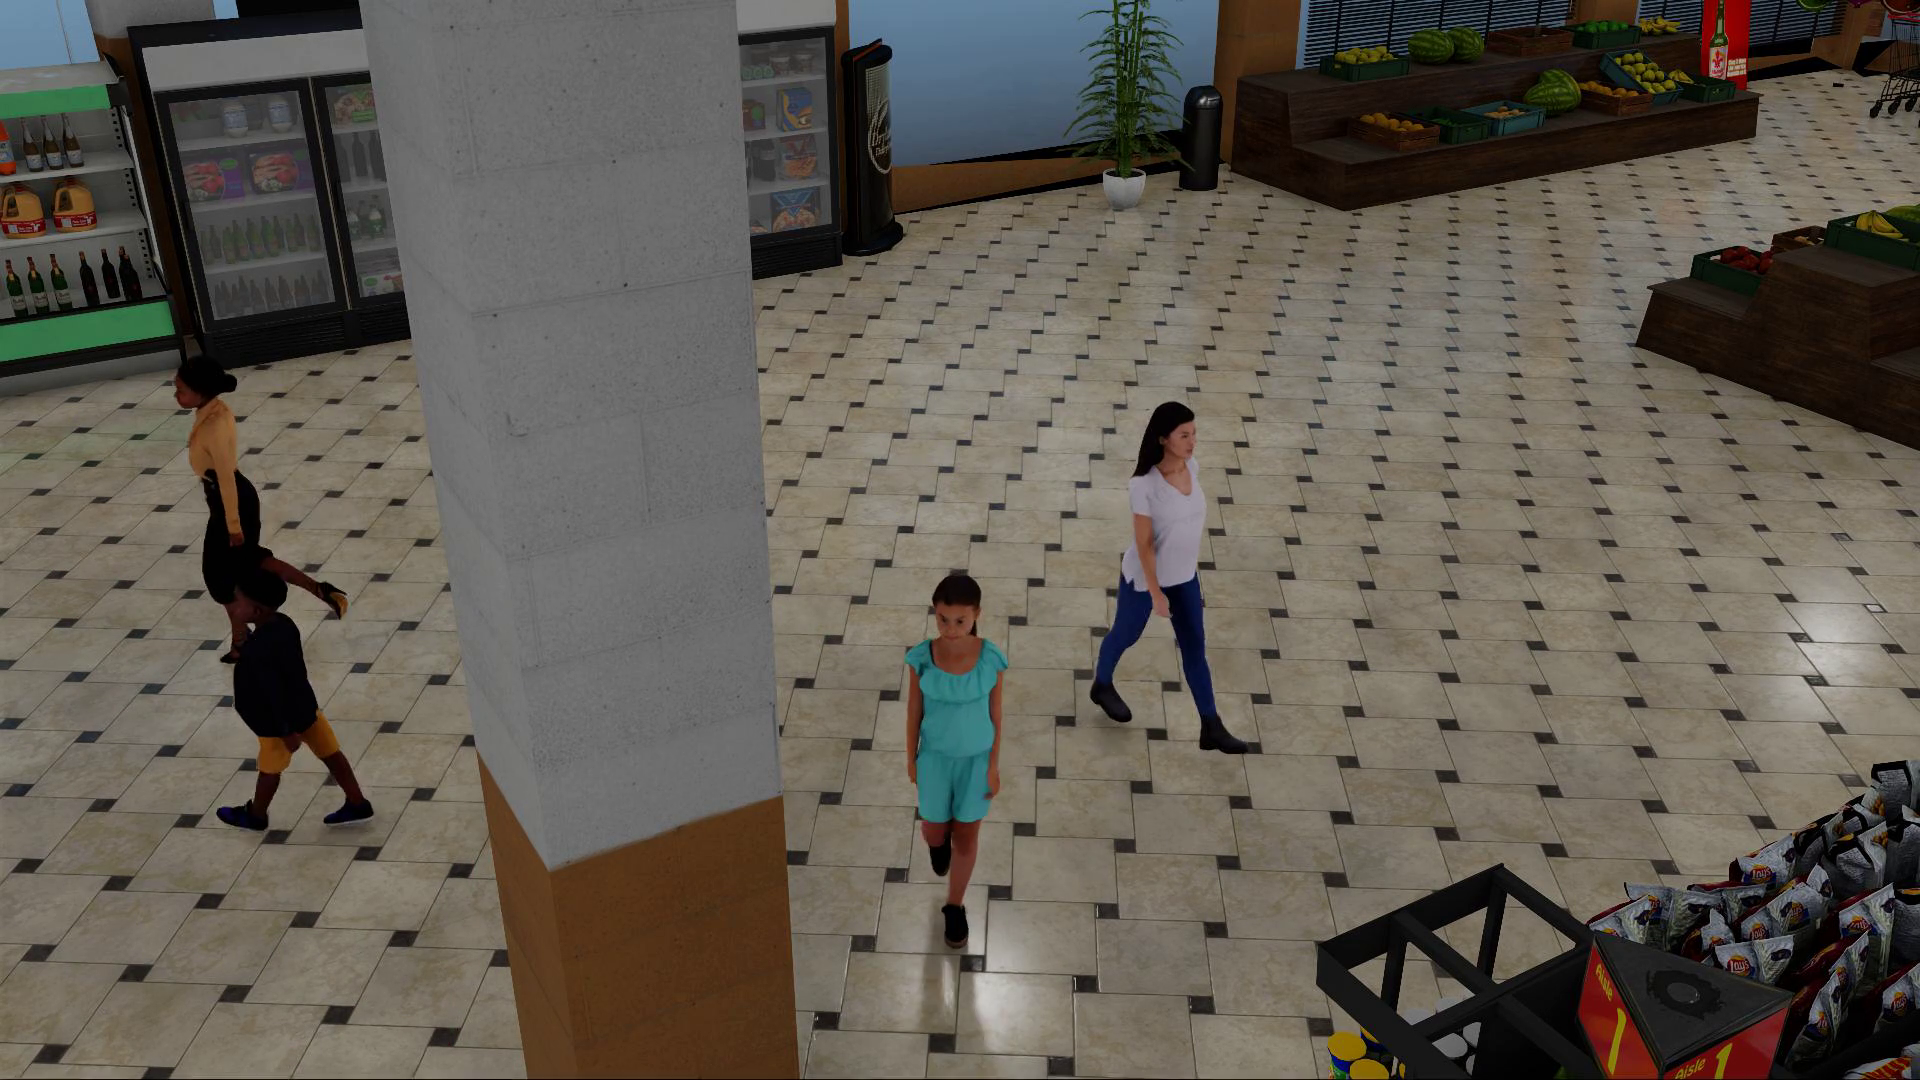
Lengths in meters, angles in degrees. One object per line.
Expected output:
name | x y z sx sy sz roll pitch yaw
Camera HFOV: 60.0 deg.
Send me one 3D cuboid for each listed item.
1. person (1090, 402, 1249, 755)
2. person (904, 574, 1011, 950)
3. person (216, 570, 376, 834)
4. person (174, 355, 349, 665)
person | 0.814 0.179 7.504 1.075 1.638 0.810 -21 34 -36
person | -0.006 0.796 6.388 0.834 1.548 0.834 1 27 3
person | -2.738 0.698 6.921 0.952 1.240 0.781 0 27 -1
person | -3.465 -0.131 8.122 0.935 1.633 0.706 -8 28 -14
